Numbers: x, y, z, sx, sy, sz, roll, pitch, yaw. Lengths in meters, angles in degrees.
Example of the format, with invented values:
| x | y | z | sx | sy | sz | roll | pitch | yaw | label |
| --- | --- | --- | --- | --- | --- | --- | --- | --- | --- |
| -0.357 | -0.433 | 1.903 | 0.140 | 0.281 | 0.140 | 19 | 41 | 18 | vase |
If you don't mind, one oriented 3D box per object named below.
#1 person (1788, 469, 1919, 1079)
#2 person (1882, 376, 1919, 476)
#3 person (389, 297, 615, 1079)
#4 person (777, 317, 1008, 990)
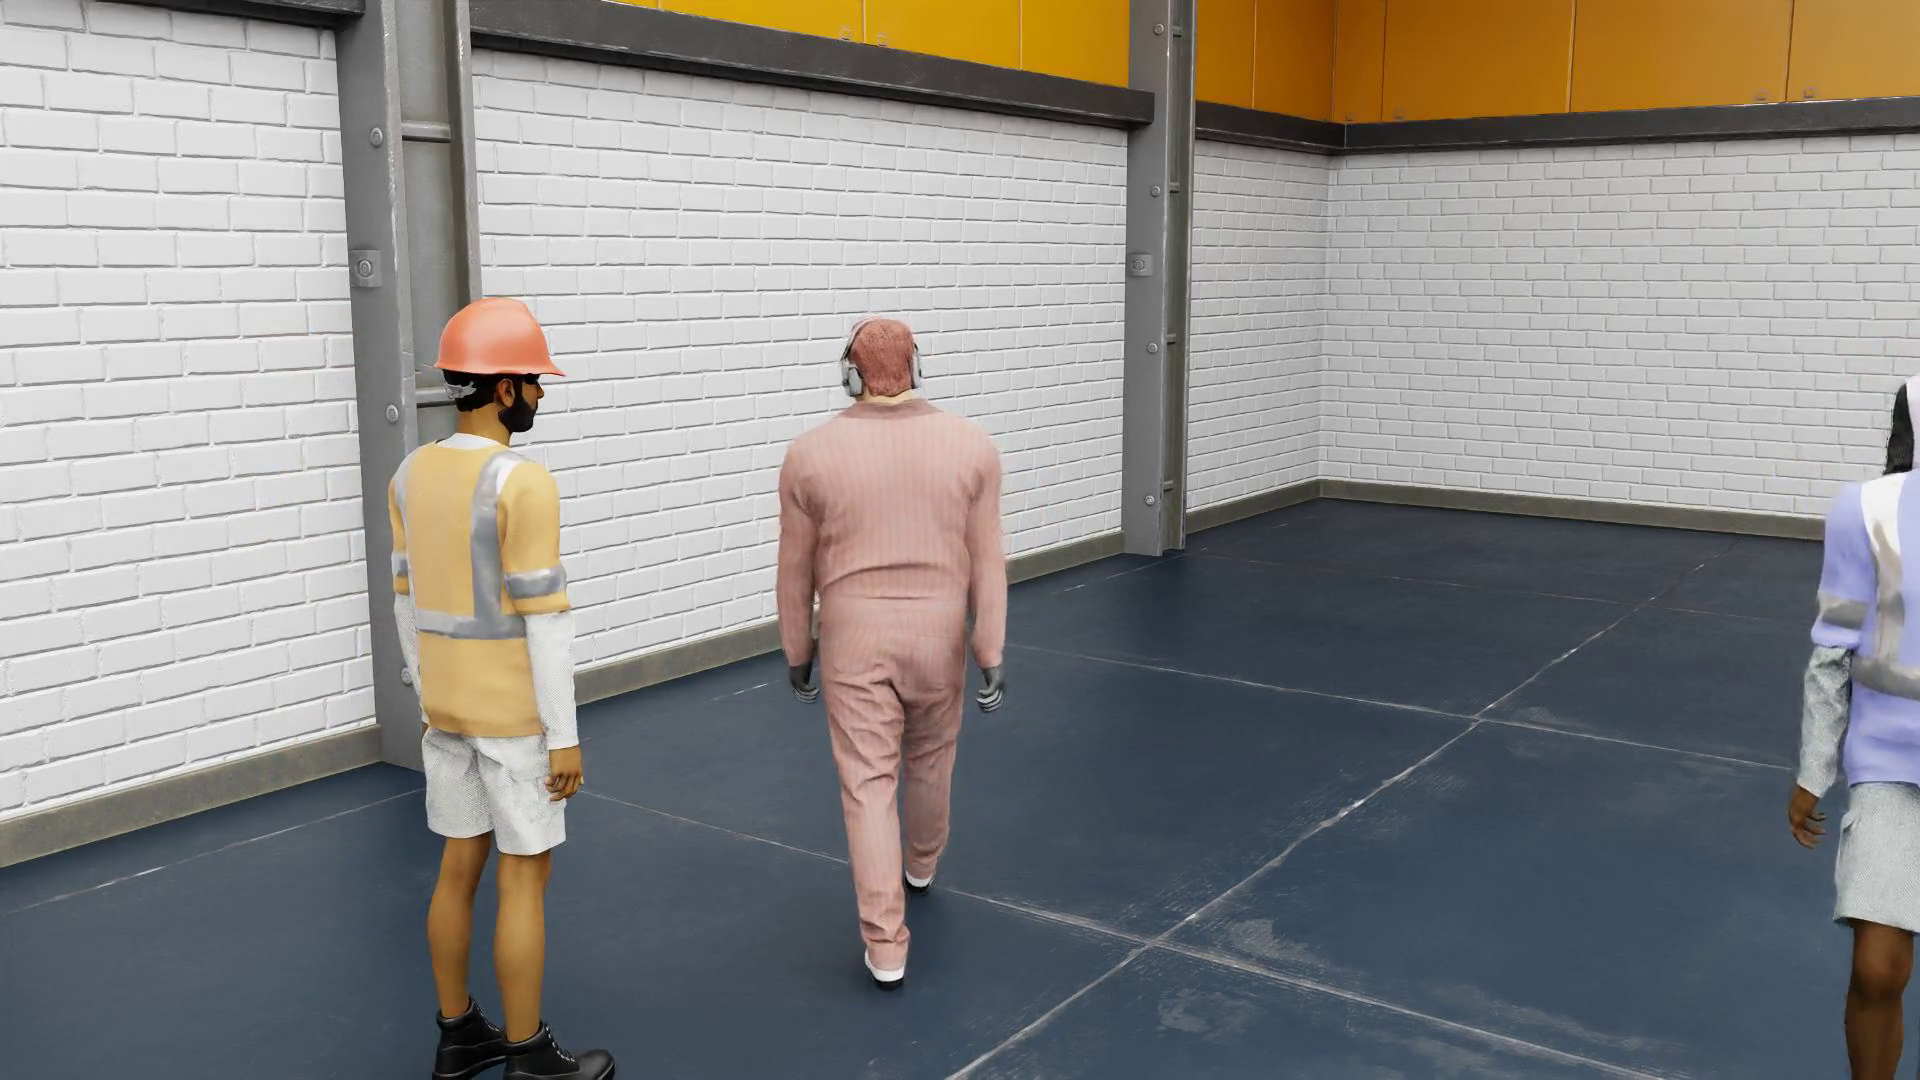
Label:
| x | y | z | sx | sy | sz | roll | pitch | yaw | label |
| --- | --- | --- | --- | --- | --- | --- | --- | --- | --- |
| 2.006 | 0.512 | 3.344 | 0.584 | 1.917 | 0.623 | 4 | 10 | 24 | person |
| 3.783 | 0.040 | 6.242 | 0.619 | 1.885 | 0.725 | 3 | 10 | 17 | person |
| -1.099 | 0.393 | 4.006 | 0.551 | 1.935 | 0.375 | 7 | 12 | 36 | person |
| -0.215 | 0.281 | 4.912 | 0.650 | 1.849 | 1.000 | -2 | 10 | -9 | person |
